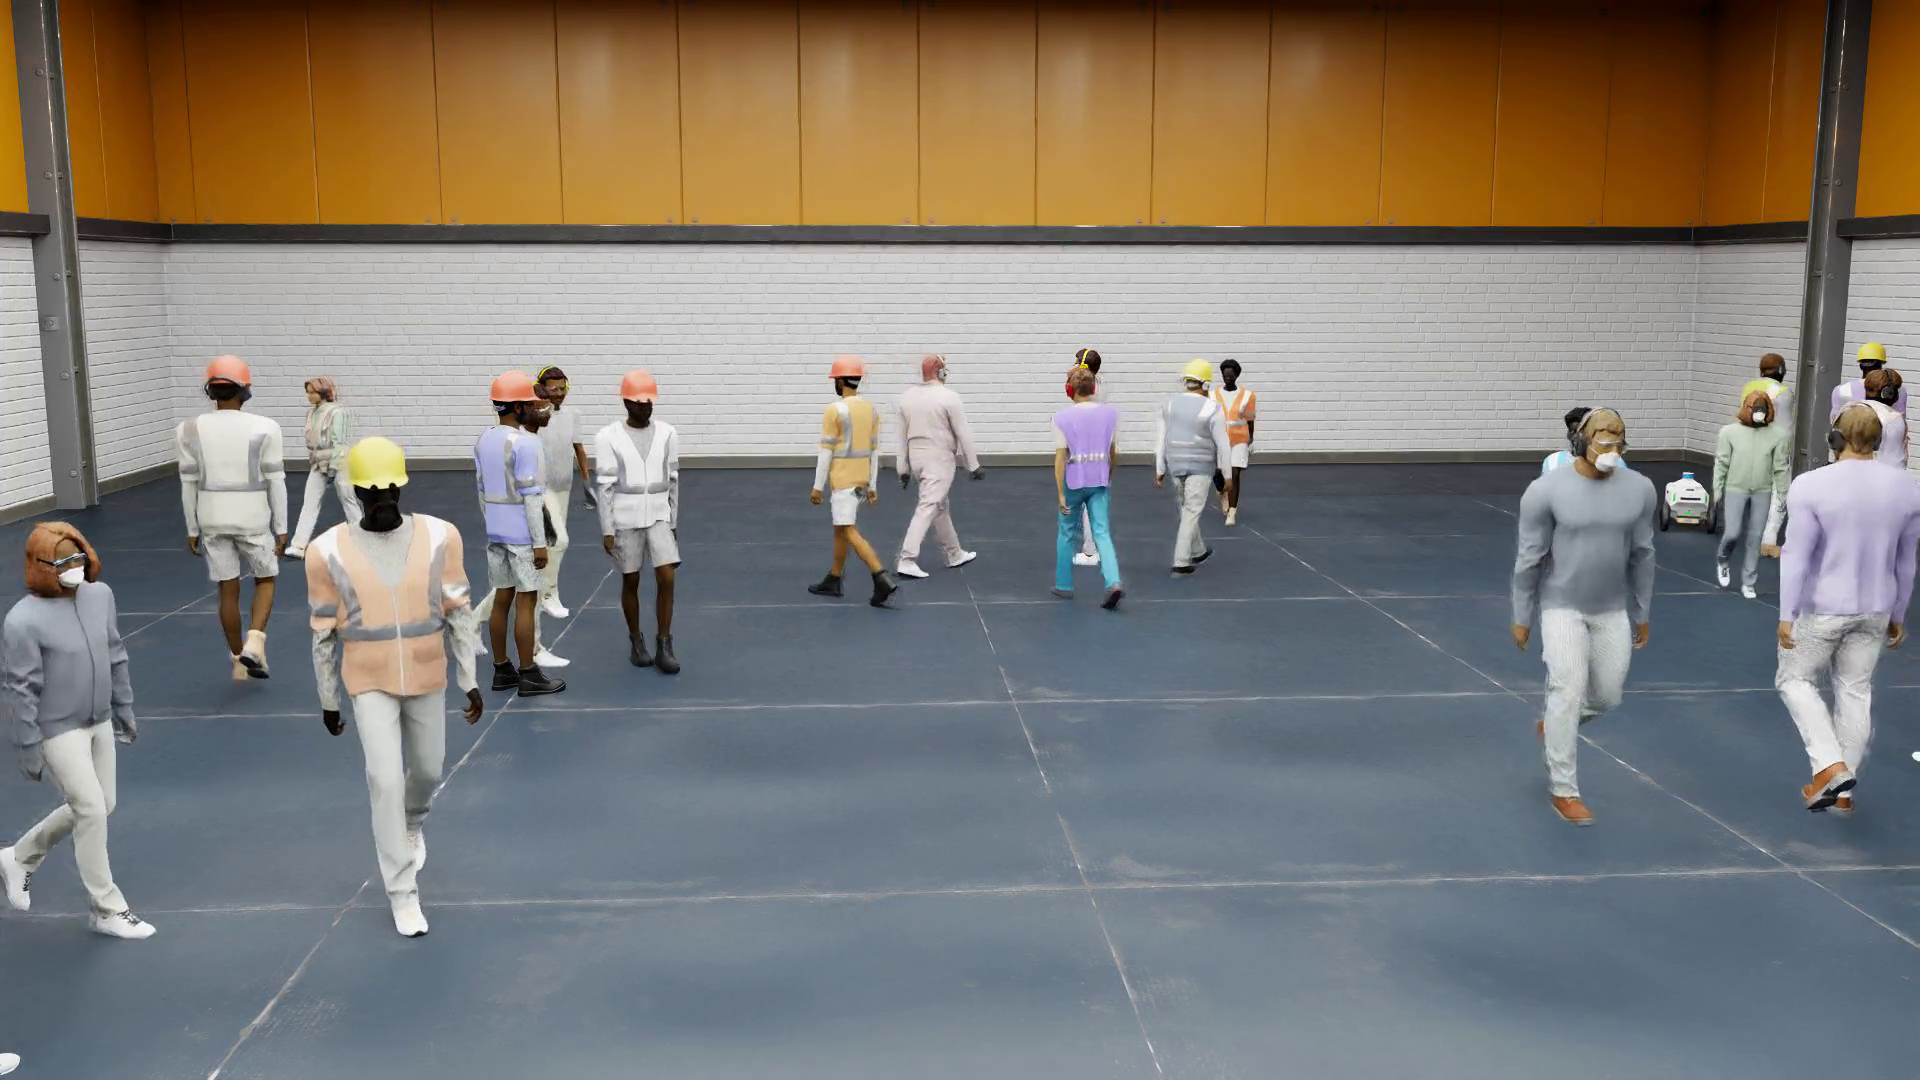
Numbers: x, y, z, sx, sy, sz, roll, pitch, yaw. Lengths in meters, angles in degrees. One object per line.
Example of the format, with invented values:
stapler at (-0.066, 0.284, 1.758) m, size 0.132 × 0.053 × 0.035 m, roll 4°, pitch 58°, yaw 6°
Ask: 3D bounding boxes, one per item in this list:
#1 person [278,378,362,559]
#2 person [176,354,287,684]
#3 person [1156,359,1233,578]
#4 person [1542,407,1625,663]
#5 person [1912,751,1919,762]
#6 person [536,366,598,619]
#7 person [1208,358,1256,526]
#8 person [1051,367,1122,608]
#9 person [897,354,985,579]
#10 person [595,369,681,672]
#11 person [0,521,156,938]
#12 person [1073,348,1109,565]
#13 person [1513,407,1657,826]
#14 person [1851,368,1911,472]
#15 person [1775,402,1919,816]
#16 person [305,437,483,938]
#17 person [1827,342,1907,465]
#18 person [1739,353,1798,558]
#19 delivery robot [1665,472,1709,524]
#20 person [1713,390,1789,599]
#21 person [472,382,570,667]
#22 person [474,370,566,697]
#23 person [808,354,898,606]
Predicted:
person at (-5.616, -0.625, 14.670) m, size 0.529 × 1.591 × 0.858 m, roll 6°, pitch 11°, yaw 32°
person at (-4.394, -0.105, 10.080) m, size 0.606 × 2.028 × 0.501 m, roll -2°, pitch 9°, yaw -12°
person at (2.022, -0.606, 13.913) m, size 0.628 × 1.791 × 0.873 m, roll 8°, pitch 12°, yaw 40°
person at (3.916, -0.003, 10.520) m, size 0.534 × 1.678 × 0.401 m, roll 5°, pitch 10°, yaw 28°
person at (5.124, 0.311, 8.009) m, size 0.649 × 1.870 × 1.007 m, roll -1°, pitch 9°, yaw -6°
person at (-2.940, -0.348, 12.178) m, size 0.587 × 1.839 × 0.484 m, roll 6°, pitch 11°, yaw 35°
person at (2.720, -1.003, 16.806) m, size 0.535 × 1.678 × 0.641 m, roll 3°, pitch 9°, yaw 15°
person at (0.966, -0.401, 12.610) m, size 0.566 × 1.814 × 0.879 m, roll -3°, pitch 10°, yaw -18°
person at (-0.206, -0.620, 13.877) m, size 1.038 × 1.851 × 0.649 m, roll -9°, pitch 12°, yaw -43°
person at (-1.984, -0.107, 10.425) m, size 0.558 × 1.907 × 0.735 m, roll -4°, pitch 10°, yaw -26°
person at (-3.393, 0.710, 6.249) m, size 0.634 × 1.608 × 0.509 m, roll 2°, pitch 9°, yaw 12°
person at (1.097, -0.714, 14.378) m, size 0.329 × 1.872 × 0.509 m, roll 4°, pitch 10°, yaw 25°
person at (2.861, 0.320, 7.741) m, size 0.644 × 1.916 × 0.656 m, roll -1°, pitch 9°, yaw -7°
person at (6.609, -0.327, 12.062) m, size 0.428 × 1.837 × 0.625 m, roll -1°, pitch 9°, yaw -7°
person at (4.065, 0.335, 7.622) m, size 0.648 × 1.924 × 0.494 m, roll 0°, pitch 9°, yaw -1°
person at (-2.237, 0.522, 6.554) m, size 0.602 × 1.899 × 0.871 m, roll -5°, pitch 10°, yaw -28°
person at (7.830, -0.743, 14.398) m, size 0.585 × 1.921 × 0.383 m, roll 4°, pitch 10°, yaw 22°
person at (7.202, -0.755, 14.843) m, size 0.434 × 1.807 × 0.666 m, roll -1°, pitch 9°, yaw -7°
delivery robot at (7.143, -0.421, 16.344) m, size 0.477 × 0.478 × 0.707 m, roll 3°, pitch 9°, yaw 18°
person at (6.120, -0.358, 12.910) m, size 0.518 × 1.619 × 0.406 m, roll 2°, pitch 9°, yaw 12°
person at (-2.881, -0.092, 10.581) m, size 0.713 × 1.841 × 0.521 m, roll -1°, pitch 9°, yaw -6°
person at (-2.637, -0.037, 9.912) m, size 0.542 × 1.938 × 0.357 m, roll 8°, pitch 12°, yaw 39°
person at (-0.807, -0.462, 12.685) m, size 0.926 × 1.909 × 0.542 m, roll 6°, pitch 11°, yaw 33°
